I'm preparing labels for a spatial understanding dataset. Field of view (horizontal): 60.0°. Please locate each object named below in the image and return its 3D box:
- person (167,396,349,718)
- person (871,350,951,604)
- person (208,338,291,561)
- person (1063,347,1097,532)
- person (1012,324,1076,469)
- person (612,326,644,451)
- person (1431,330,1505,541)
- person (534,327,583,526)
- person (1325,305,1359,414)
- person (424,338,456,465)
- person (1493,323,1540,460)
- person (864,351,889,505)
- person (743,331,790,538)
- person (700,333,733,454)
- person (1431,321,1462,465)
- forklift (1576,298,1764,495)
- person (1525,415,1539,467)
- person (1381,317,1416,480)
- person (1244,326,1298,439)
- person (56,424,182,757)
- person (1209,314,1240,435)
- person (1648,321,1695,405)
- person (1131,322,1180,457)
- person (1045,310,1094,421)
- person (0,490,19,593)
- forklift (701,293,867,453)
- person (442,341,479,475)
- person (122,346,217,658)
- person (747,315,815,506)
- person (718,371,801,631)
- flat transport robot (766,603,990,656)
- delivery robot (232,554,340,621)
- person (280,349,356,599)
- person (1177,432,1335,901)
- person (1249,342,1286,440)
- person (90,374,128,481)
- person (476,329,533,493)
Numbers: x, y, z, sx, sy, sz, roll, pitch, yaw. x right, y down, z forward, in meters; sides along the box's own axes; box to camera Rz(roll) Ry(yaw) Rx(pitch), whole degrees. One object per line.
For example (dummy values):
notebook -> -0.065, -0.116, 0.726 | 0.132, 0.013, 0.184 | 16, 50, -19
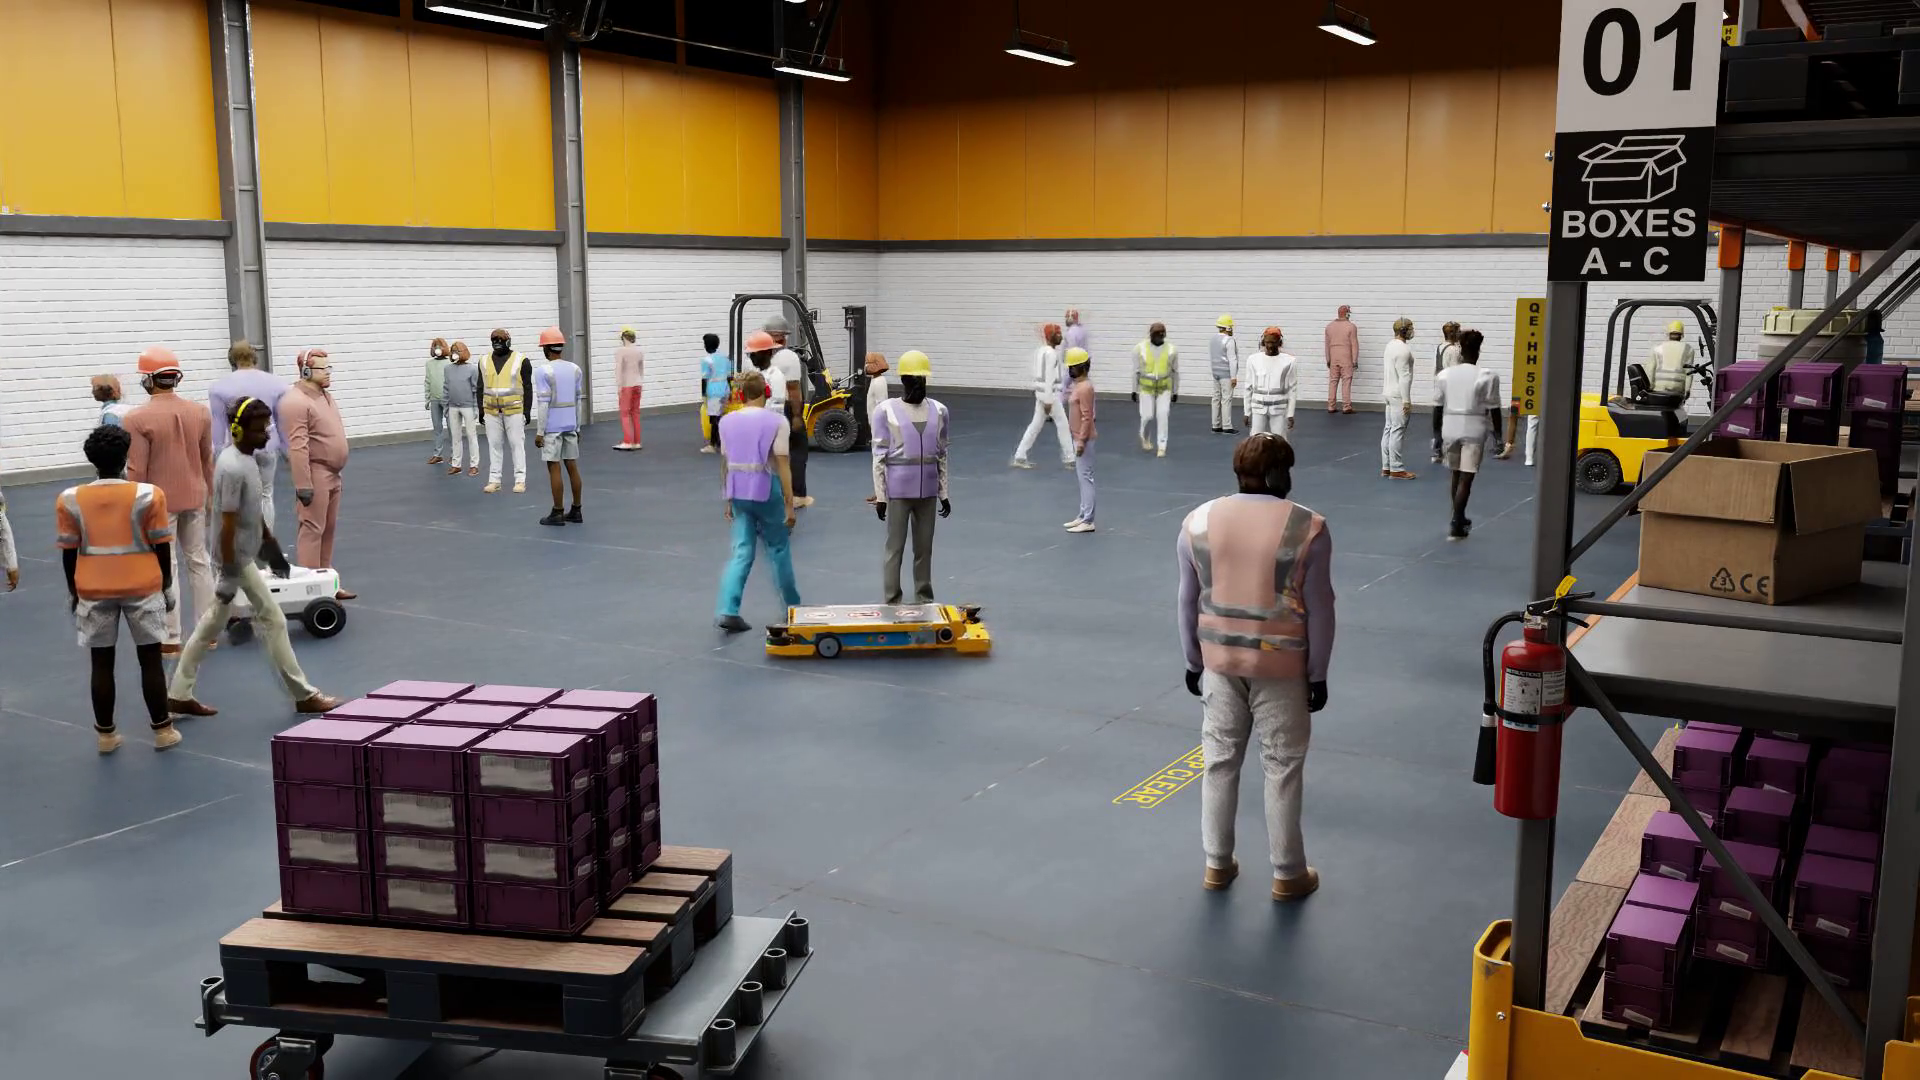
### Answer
person -> -3.926, 0.114, 9.083 | 0.966, 1.806, 0.536 | -4, 10, -24
person -> -0.327, -0.346, 11.523 | 0.588, 1.930, 0.359 | -5, 10, -30
person -> -5.968, -0.745, 14.079 | 0.631, 1.917, 0.791 | -7, 11, -37
person -> 1.139, -0.949, 15.828 | 0.327, 1.760, 0.524 | 0, 9, 0
person -> 1.105, -1.793, 20.869 | 0.976, 1.838, 0.593 | -2, 9, -11
person -> -4.619, -2.107, 23.164 | 0.440, 1.721, 0.643 | 6, 11, 33
person -> 4.765, -0.979, 15.474 | 0.611, 1.931, 0.879 | 9, 13, 43
person -> -3.944, -1.106, 16.250 | 0.373, 1.933, 0.551 | 6, 11, 34
person -> 6.728, -3.170, 29.223 | 0.409, 1.907, 0.651 | -9, 13, -44
person -> -6.675, -1.785, 21.427 | 0.500, 1.634, 0.281 | 3, 9, 16
person -> 7.568, -2.059, 22.025 | 1.014, 2.005, 0.632 | -5, 11, -30
person -> -0.876, -1.186, 17.688 | 0.269, 1.632, 0.505 | 0, 9, -3
person -> -1.829, -0.981, 15.534 | 0.380, 1.926, 0.556 | -5, 10, -27
person -> -3.228, -1.953, 22.356 | 0.769, 1.670, 0.545 | 6, 11, 33
person -> 6.280, -1.884, 21.384 | 0.344, 1.847, 0.504 | -2, 9, -15
forklift -> 7.954, -1.589, 18.462 | 2.313, 2.155, 1.214 | 5, 11, 30
person -> 7.414, -1.886, 21.145 | 0.589, 1.927, 0.388 | 4, 10, 26
person -> 5.258, -1.693, 19.909 | 0.372, 1.940, 0.632 | -1, 9, -3
person -> 3.393, -1.400, 18.243 | 0.574, 1.887, 0.356 | 3, 10, 17
person -> -4.274, 0.259, 8.472 | 0.539, 1.695, 0.319 | -2, 9, -14
person -> 4.048, -2.521, 25.392 | 0.404, 1.837, 0.590 | -5, 10, -27
person -> 10.143, -2.231, 23.766 | 0.605, 1.789, 0.947 | 5, 10, 29
person -> 2.622, -2.017, 22.312 | 0.666, 1.818, 0.518 | 0, 9, 2
person -> 1.829, -2.881, 27.563 | 0.865, 1.866, 0.644 | 5, 10, 28
person -> -5.400, 0.125, 8.848 | 0.620, 1.856, 1.050 | -3, 10, -21
forklift -> -2.458, -2.344, 23.176 | 2.313, 2.155, 1.214 | 0, 9, -2
person -> -6.079, -1.601, 20.283 | 0.497, 1.633, 0.285 | 2, 9, 14
person -> -5.060, -0.241, 10.667 | 0.375, 1.995, 0.610 | 5, 10, 28
person -> -1.849, -1.344, 17.411 | 0.709, 2.000, 0.664 | 6, 11, 34
person -> -1.399, -0.263, 11.532 | 0.623, 1.805, 0.915 | 4, 10, 25
flat transport robot -> -0.551, 0.578, 10.918 | 1.431, 0.197, 0.652 | -1, 9, -6
delivery robot -> -4.585, 0.338, 11.244 | 0.707, 0.478, 0.477 | -5, 10, -28
person -> -4.722, -0.457, 12.291 | 0.407, 1.906, 0.655 | 0, 9, -1
person -> 1.170, 0.496, 6.559 | 0.624, 1.841, 0.430 | 5, 10, 30
person -> 3.929, -1.776, 21.447 | 0.796, 1.599, 0.521 | -5, 10, -30
person -> -7.195, -0.579, 13.967 | 0.699, 1.614, 0.521 | -3, 9, -16
person -> -5.118, -1.445, 18.663 | 0.637, 1.842, 0.429 | 1, 9, 4
